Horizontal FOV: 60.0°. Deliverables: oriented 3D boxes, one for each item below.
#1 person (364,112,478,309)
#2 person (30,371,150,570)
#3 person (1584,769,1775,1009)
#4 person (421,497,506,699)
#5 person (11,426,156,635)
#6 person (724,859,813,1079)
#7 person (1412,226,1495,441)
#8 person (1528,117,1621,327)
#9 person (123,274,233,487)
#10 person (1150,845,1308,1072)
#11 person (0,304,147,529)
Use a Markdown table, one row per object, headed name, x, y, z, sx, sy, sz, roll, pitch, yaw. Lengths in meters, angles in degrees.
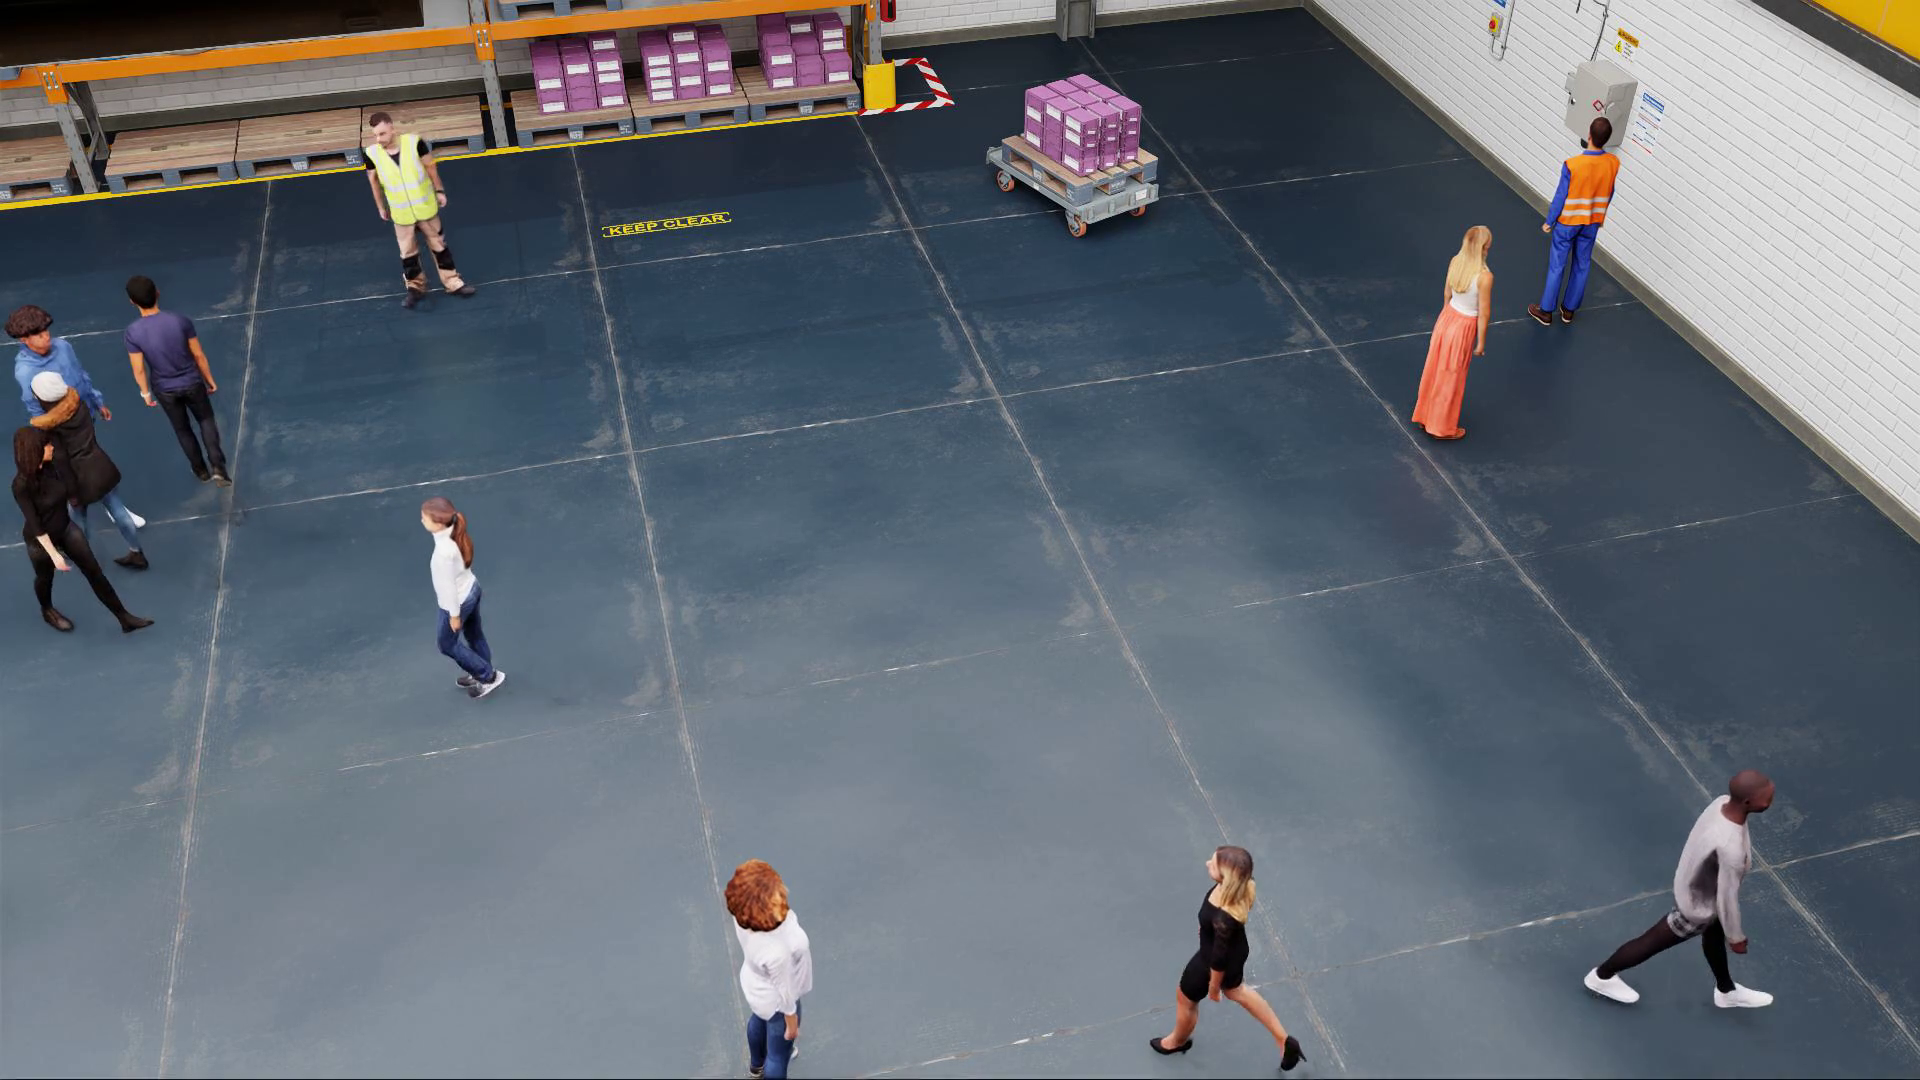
| name | x | y | z | sx | sy | sz | roll | pitch | yaw |
| --- | --- | --- | --- | --- | --- | --- | --- | --- | --- |
| person | -4.669 | -2.896 | 14.353 | 0.679 | 1.831 | 0.929 | -24 | 45 | -27 |
| person | -5.947 | -0.439 | 11.450 | 1.005 | 1.614 | 0.883 | 9 | 40 | 12 |
| person | 3.682 | 1.827 | 8.524 | 1.238 | 1.725 | 1.079 | 14 | 41 | 17 |
| person | -3.074 | 0.371 | 10.486 | 0.651 | 1.551 | 0.607 | -1 | 39 | -1 |
| person | -6.043 | -0.013 | 10.940 | 1.165 | 1.585 | 0.966 | 11 | 40 | 14 |
| person | -0.935 | 2.188 | 8.085 | 0.653 | 1.708 | 0.683 | -18 | 42 | -21 |
| person | 3.804 | -1.587 | 12.735 | 0.620 | 1.803 | 0.656 | -15 | 41 | -18 |
| person | 5.220 | -2.692 | 14.071 | 0.575 | 1.864 | 0.764 | -5 | 39 | -6 |
| person | -5.692 | -1.095 | 12.141 | 0.921 | 1.776 | 0.864 | -20 | 43 | -24 |
| person | 1.370 | 2.106 | 8.232 | 1.062 | 1.653 | 0.959 | 16 | 41 | 20 |
| person | -6.453 | -0.891 | 11.881 | 1.205 | 1.783 | 0.992 | 7 | 39 | 9 |
